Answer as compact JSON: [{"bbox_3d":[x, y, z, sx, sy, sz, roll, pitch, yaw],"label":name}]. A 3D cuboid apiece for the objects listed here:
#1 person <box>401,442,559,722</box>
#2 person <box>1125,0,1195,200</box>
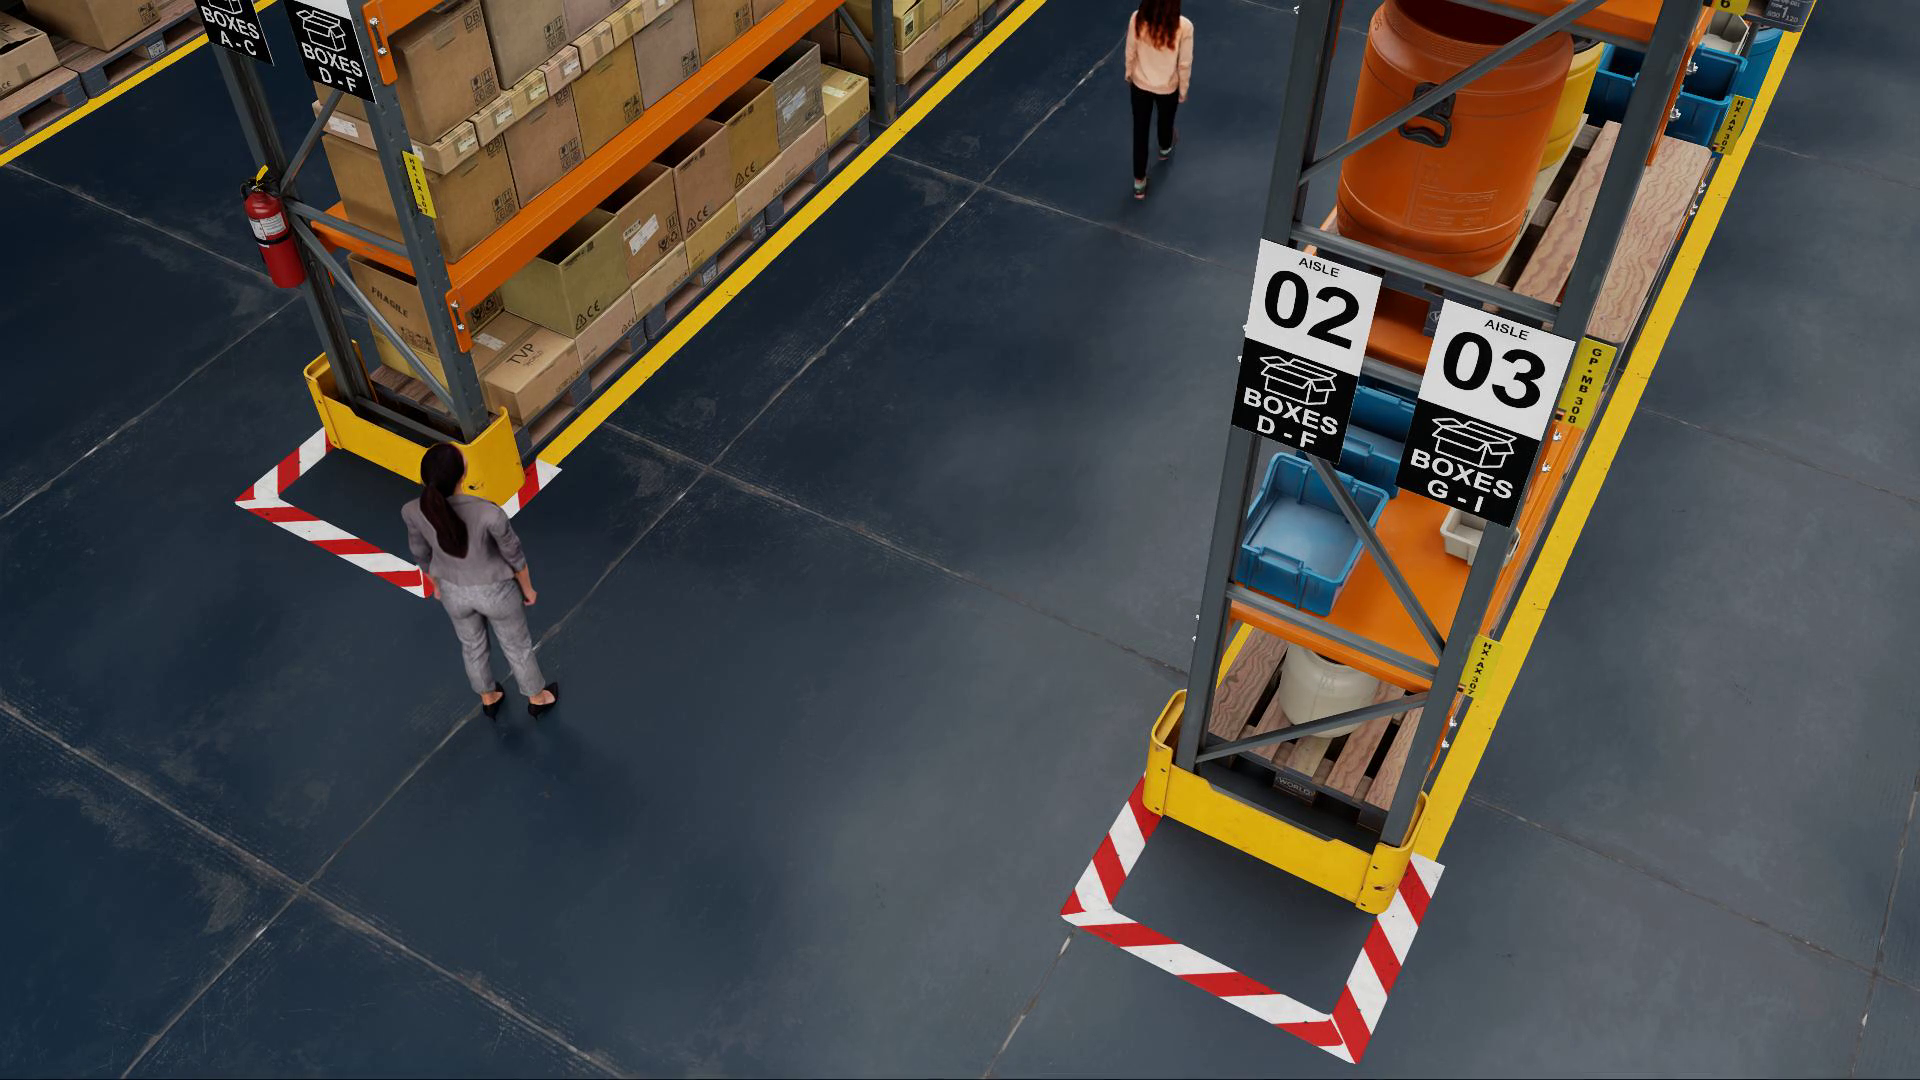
[{"bbox_3d":[-2.107,0.222,7.287,0.716,1.677,0.727,2,47,2],"label":"person"},{"bbox_3d":[1.179,-2.757,10.191,0.708,1.457,0.927,12,48,11],"label":"person"}]
